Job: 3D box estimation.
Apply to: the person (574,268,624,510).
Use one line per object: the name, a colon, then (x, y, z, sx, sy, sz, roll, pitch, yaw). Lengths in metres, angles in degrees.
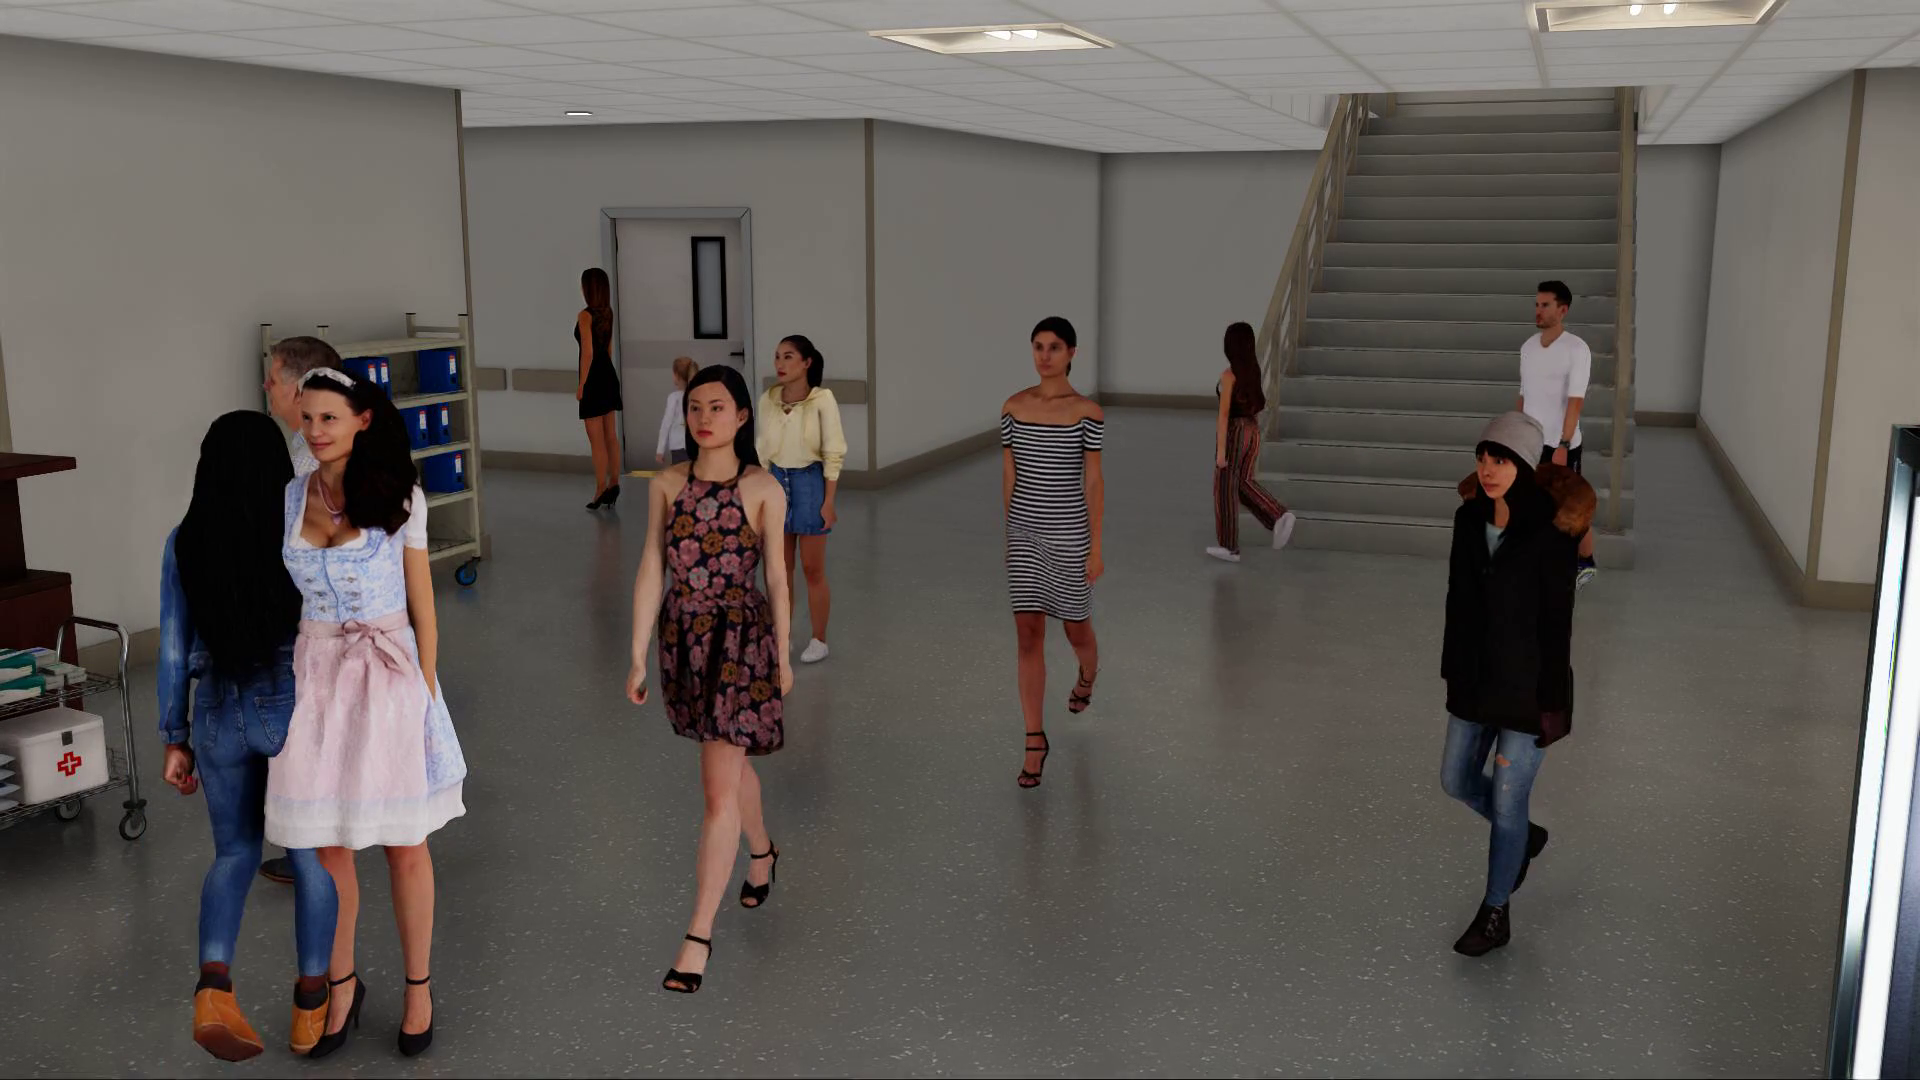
person: (-2.773, -1.158, 12.751, 0.629, 1.835, 0.449, 4, 11, 19)

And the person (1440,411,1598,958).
person: (1.682, 0.421, 5.000, 0.911, 1.623, 0.817, -9, 14, -40)

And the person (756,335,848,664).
person: (-0.804, -0.210, 8.304, 0.653, 1.631, 0.572, 5, 12, 26)

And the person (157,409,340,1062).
person: (-1.767, 0.543, 4.175, 0.855, 1.691, 0.971, 0, 11, -3)

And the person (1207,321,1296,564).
person: (1.859, -0.623, 10.690, 0.803, 1.553, 0.851, 9, 14, 40)

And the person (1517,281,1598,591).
person: (3.476, -0.548, 9.613, 1.313, 1.808, 1.175, -7, 13, -31)

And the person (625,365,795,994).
person: (-0.692, 0.388, 4.935, 0.691, 1.712, 1.184, 3, 11, 14)

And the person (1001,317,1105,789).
person: (0.397, 0.039, 6.567, 0.597, 1.789, 1.042, 4, 11, 20)

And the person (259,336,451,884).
person: (-2.021, 0.232, 5.486, 0.858, 1.814, 0.849, 1, 11, 4)

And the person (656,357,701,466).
person: (-1.843, -0.607, 11.381, 0.645, 1.263, 0.858, 6, 12, 29)

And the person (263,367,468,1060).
person: (-1.545, 0.459, 4.288, 0.809, 1.815, 0.844, 0, 11, -1)
